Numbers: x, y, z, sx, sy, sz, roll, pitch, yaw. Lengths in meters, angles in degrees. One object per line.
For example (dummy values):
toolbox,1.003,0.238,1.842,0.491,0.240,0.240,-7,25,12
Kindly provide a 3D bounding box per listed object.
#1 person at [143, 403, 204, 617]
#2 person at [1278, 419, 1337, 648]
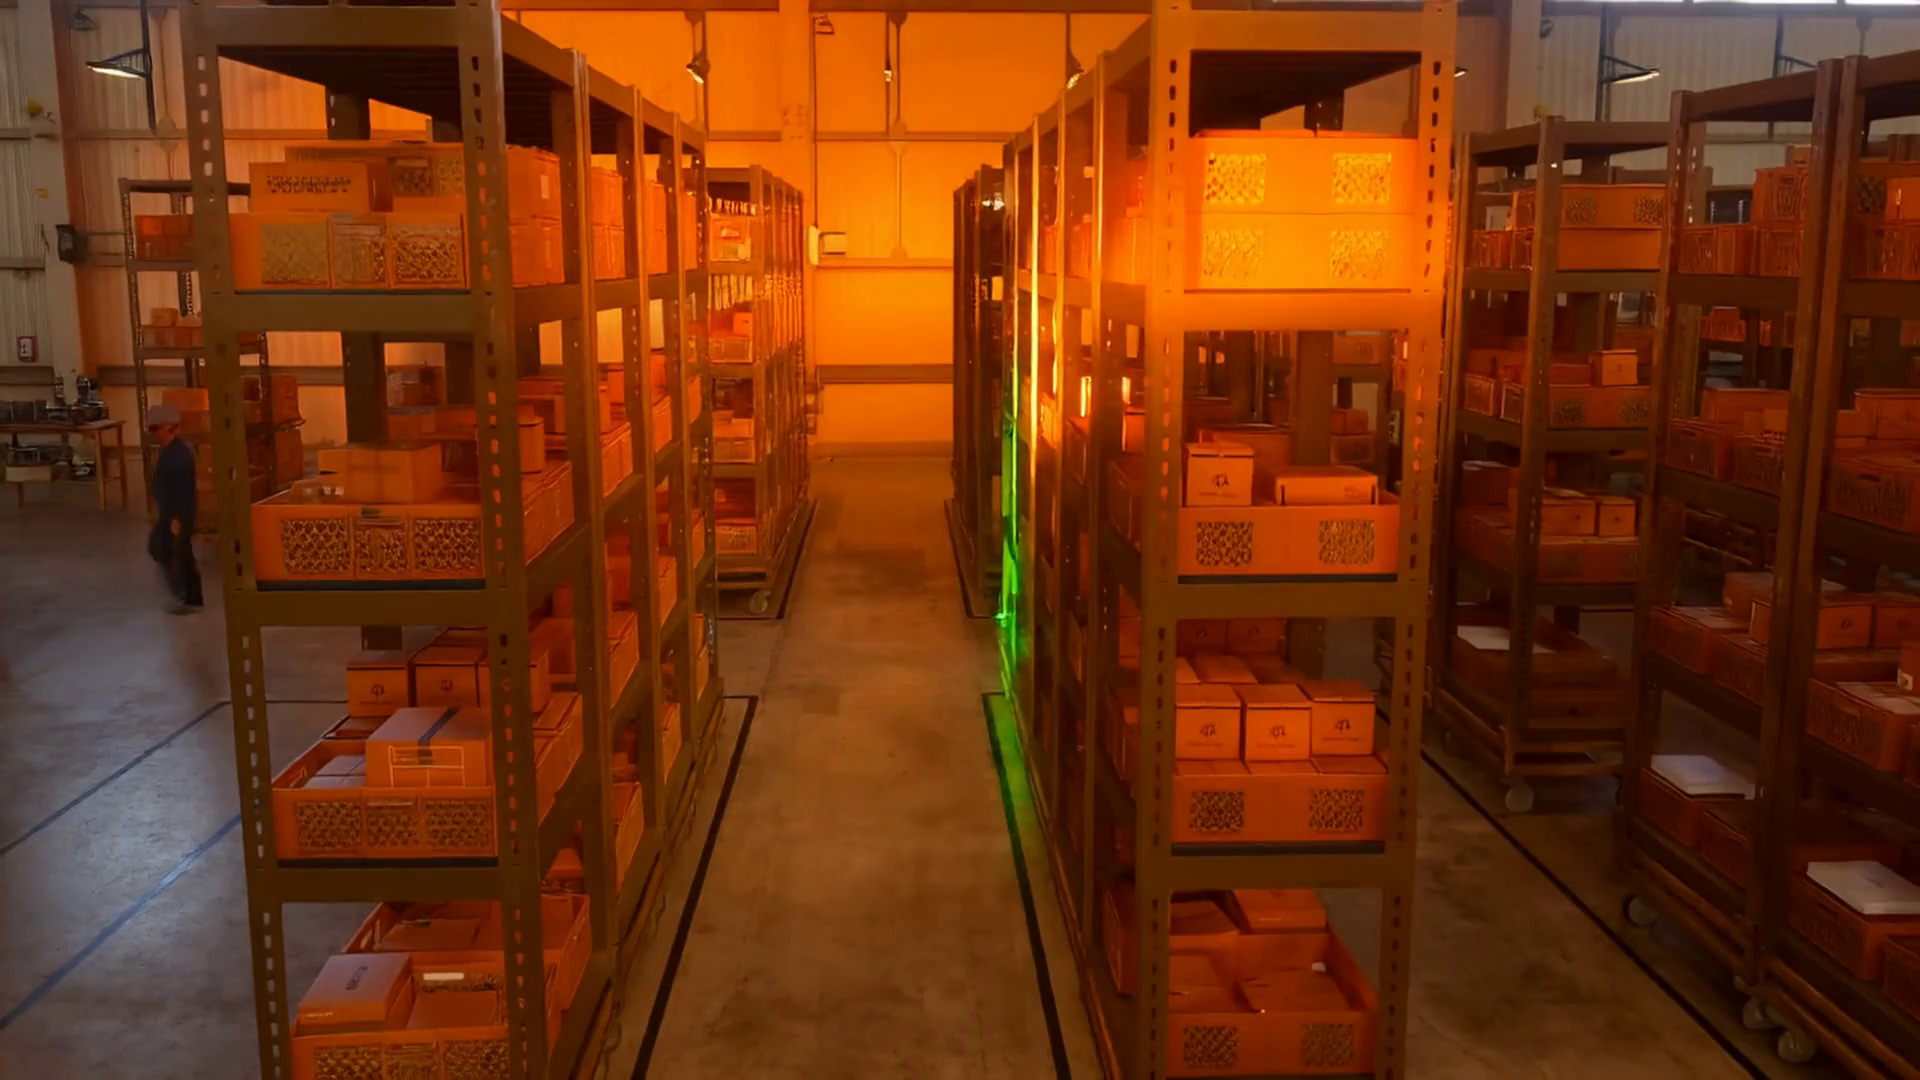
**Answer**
person,-6.351,-0.240,13.406,0.399,1.733,0.586,-7,12,-37
person,2.618,-0.112,12.358,0.387,1.849,0.566,0,10,-2
